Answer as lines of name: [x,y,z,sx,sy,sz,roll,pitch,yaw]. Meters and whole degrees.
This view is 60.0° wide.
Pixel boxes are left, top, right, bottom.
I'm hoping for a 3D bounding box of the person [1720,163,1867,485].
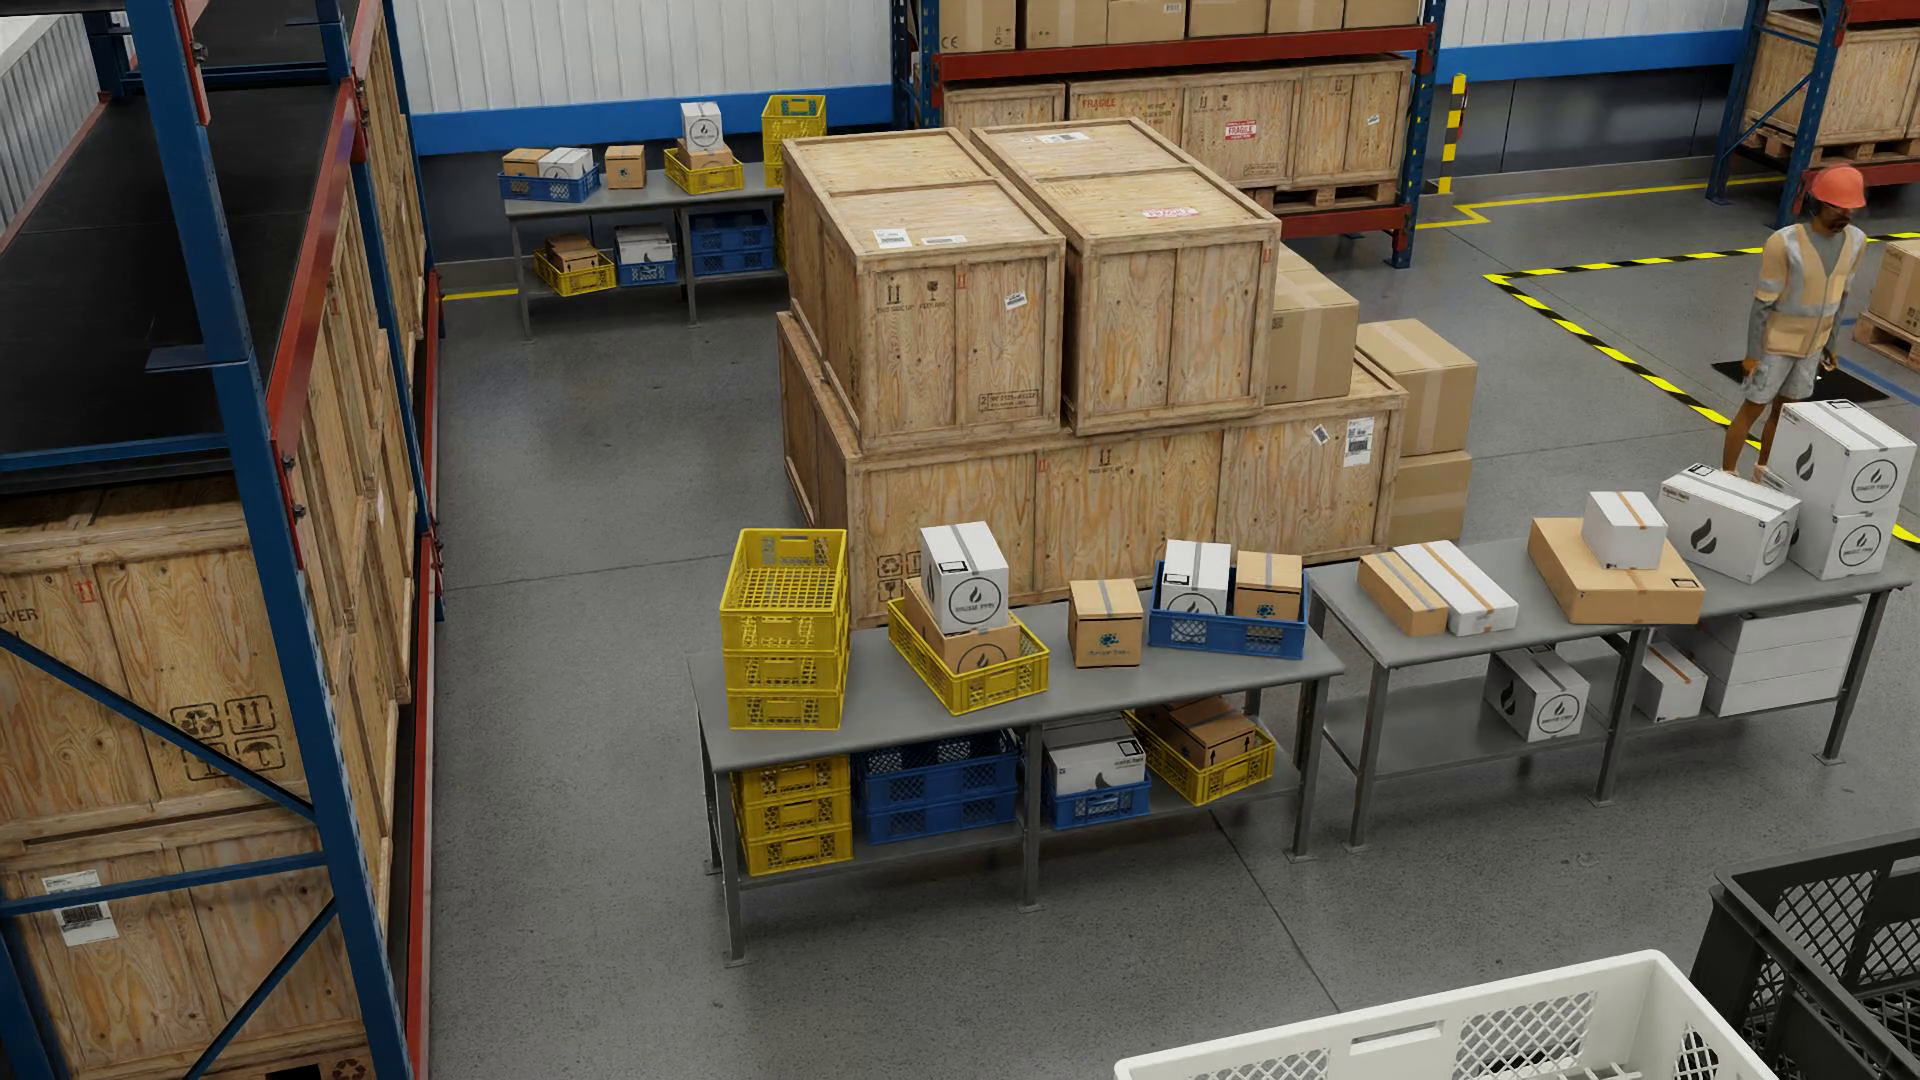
person: [4.660,-1.097,9.270,0.607,2.044,0.391,-7,30,-12]
